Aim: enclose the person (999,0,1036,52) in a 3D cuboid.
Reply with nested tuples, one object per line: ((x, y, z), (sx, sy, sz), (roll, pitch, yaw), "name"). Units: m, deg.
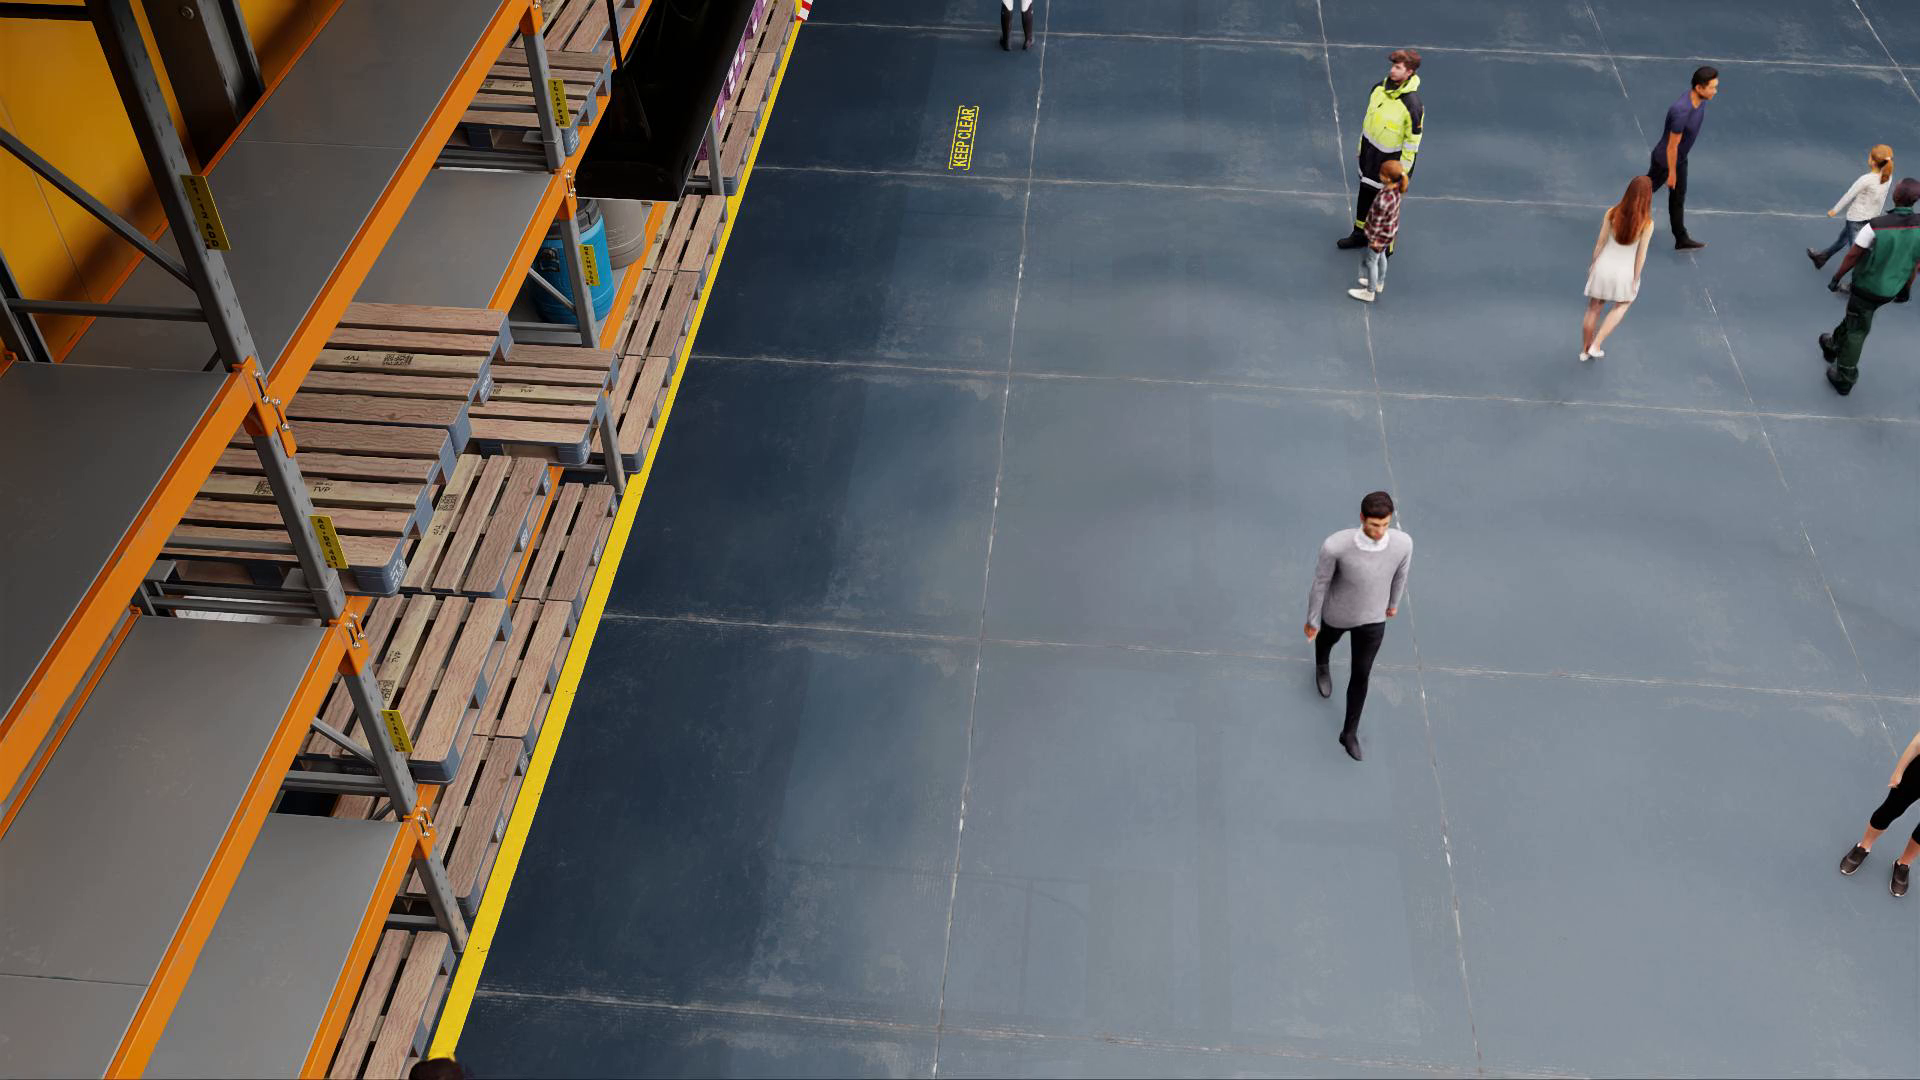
((0.583, -5.900, 17.185), (0.583, 1.730, 0.558), (0, 44, 0), "person")

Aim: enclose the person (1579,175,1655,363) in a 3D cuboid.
((5.168, -2.092, 13.204), (0.709, 1.707, 0.767), (30, 51, 28), "person")

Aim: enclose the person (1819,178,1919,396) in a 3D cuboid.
((7.156, -1.917, 12.946), (0.784, 1.810, 0.984), (-1, 44, -1), "person")

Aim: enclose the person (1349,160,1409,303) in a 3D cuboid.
((3.573, -2.615, 14.044), (0.670, 1.305, 0.570), (23, 48, 23), "person")

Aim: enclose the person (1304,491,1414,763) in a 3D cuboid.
((2.460, 0.388, 10.482), (0.798, 1.871, 1.215), (1, 44, 1), "person")

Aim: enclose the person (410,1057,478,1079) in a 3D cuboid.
((-2.240, 2.930, 7.818), (0.778, 1.866, 0.671), (-21, 48, -21), "person")

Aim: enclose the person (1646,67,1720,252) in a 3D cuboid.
((6.100, -3.347, 14.491), (1.113, 1.749, 1.093), (34, 53, 30), "person")

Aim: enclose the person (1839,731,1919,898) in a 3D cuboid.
((5.606, 1.381, 9.545), (0.643, 1.726, 0.657), (26, 49, 25), "person")

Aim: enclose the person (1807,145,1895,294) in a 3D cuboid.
((7.693, -2.686, 14.136), (0.727, 1.281, 0.989), (-13, 45, -14), "person")

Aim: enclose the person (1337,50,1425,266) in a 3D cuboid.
((3.666, -3.297, 14.268), (0.931, 1.983, 0.813), (-21, 47, -20), "person")
